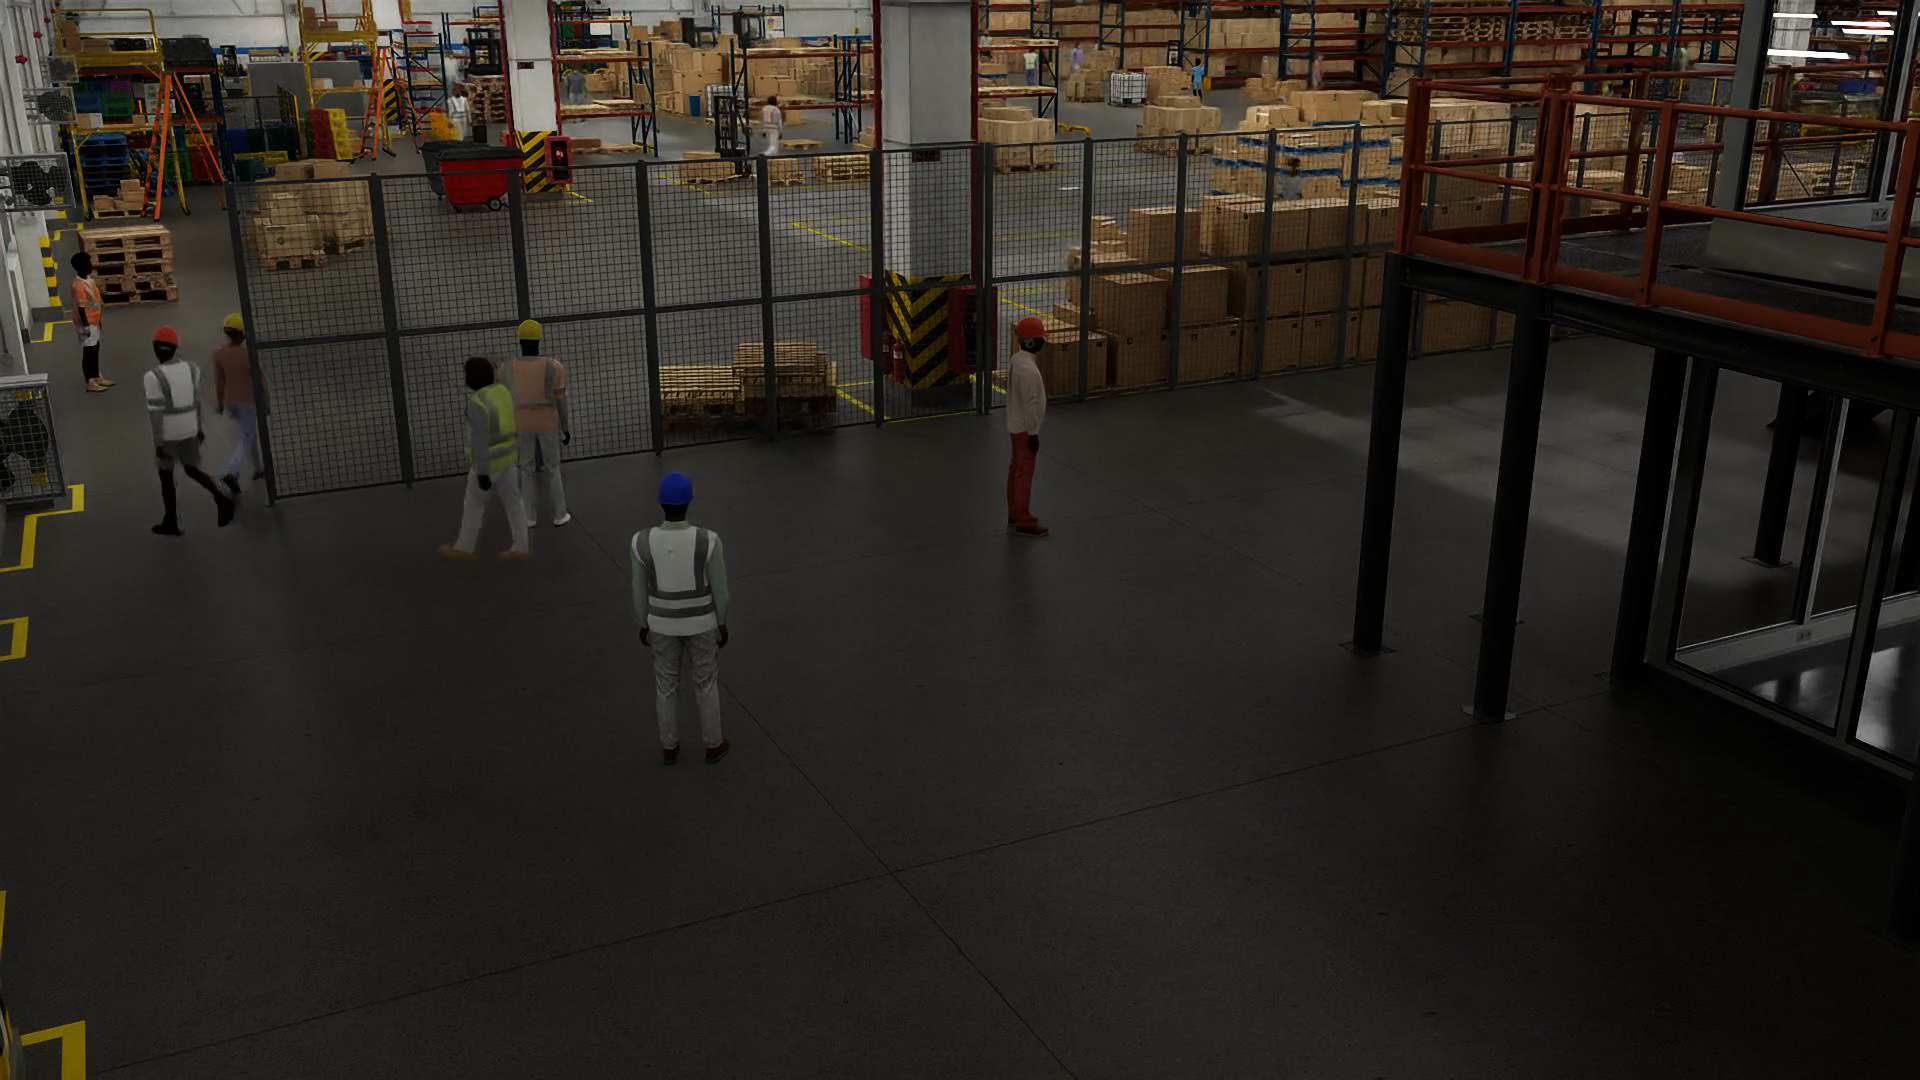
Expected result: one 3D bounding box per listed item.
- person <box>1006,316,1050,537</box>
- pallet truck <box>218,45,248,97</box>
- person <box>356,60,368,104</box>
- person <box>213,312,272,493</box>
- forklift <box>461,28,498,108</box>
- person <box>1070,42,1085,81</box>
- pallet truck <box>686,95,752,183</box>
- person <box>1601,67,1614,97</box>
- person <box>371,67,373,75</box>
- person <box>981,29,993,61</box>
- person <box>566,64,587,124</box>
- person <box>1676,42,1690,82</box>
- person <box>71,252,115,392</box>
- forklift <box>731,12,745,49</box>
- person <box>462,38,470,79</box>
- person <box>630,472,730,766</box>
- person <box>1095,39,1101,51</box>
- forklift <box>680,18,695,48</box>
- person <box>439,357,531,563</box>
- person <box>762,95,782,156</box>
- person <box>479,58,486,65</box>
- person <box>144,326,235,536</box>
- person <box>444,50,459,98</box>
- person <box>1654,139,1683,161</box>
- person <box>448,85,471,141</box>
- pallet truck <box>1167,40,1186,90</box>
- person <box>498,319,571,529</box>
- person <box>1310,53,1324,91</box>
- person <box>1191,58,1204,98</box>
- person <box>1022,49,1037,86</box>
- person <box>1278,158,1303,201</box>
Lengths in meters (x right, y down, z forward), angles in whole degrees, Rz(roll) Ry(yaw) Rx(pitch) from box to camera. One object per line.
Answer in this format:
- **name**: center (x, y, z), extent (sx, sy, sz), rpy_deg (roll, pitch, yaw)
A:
- **person**: center (0.604, -1.026, 14.981), extent (0.378, 1.996, 0.610), rpy_deg (-3, 19, -10)
- **pallet truck**: center (-28.879, -18.665, 66.111), extent (0.823, 1.965, 1.885), rpy_deg (-3, 19, -9)
- **person**: center (-22.497, -17.120, 62.197), extent (0.615, 1.616, 0.516), rpy_deg (-8, 20, -21)
- **person**: center (-7.085, -1.352, 16.331), extent (0.531, 1.739, 0.825), rpy_deg (5, 20, 15)
- **forklift**: center (-17.262, -17.088, 60.206), extent (1.129, 2.768, 1.873), rpy_deg (3, 19, 8)
- **person**: center (5.013, -20.417, 71.378), extent (1.037, 1.892, 0.621), rpy_deg (18, 26, 41)
- **pallet truck**: center (-5.836, -9.608, 39.856), extent (0.823, 1.965, 1.885), rpy_deg (10, 22, 27)
- **person**: center (22.380, -15.449, 57.303), extent (0.853, 1.656, 0.548), rpy_deg (6, 20, 17)
- **person**: center (-20.779, -16.346, 59.616), extent (0.508, 1.847, 0.345), rpy_deg (-6, 20, -17)
- **person**: center (1.338, -24.623, 83.449), extent (0.661, 1.956, 0.850), rpy_deg (0, 19, 1)
- **person**: center (-12.591, -14.680, 54.705), extent (0.660, 1.913, 0.802), rpy_deg (0, 19, -1)
- **person**: center (31.754, -20.962, 73.048), extent (0.581, 1.819, 0.807), rpy_deg (-11, 22, -29)
- **person**: center (-10.532, -2.635, 20.108), extent (0.323, 1.689, 0.530), rpy_deg (-4, 20, -12)
- **forklift**: center (-10.805, -24.381, 81.346), extent (1.873, 2.768, 1.129), rpy_deg (5, 20, 14)
- **person**: center (-21.812, -21.202, 73.552), extent (0.370, 1.939, 0.543), rpy_deg (-1, 19, -3)
- **person**: center (-1.764, 0.515, 10.585), extent (0.602, 1.949, 0.389), rpy_deg (0, 19, 0)
- **person**: center (6.792, -23.411, 80.446), extent (0.807, 1.599, 0.541), rpy_deg (-6, 20, -17)
- **forklift**: center (-11.773, -21.184, 72.079), extent (1.873, 2.768, 1.129), rpy_deg (-9, 21, -25)
- **person**: center (-4.129, -0.675, 14.241), extent (0.873, 1.807, 0.660), rpy_deg (5, 20, 13)
- **person**: center (-4.840, -10.433, 42.516), extent (0.637, 1.826, 0.739), rpy_deg (16, 25, 39)
- **person**: center (-17.551, -16.858, 61.272), extent (0.333, 1.734, 0.480), rpy_deg (14, 24, 36)
- **person**: center (-6.980, -0.963, 14.964), extent (0.650, 1.893, 0.587), rpy_deg (9, 21, 24)
- **person**: center (-19.227, -17.552, 63.021), extent (0.654, 1.912, 0.790), rpy_deg (-16, 25, -38)
- **person**: center (13.154, -6.635, 31.167), extent (0.607, 2.044, 0.374), rpy_deg (10, 21, 27)
- **person**: center (-13.713, -11.503, 45.557), extent (0.583, 1.862, 0.744), rpy_deg (-15, 24, -36)
- **pallet truck**: center (9.045, -19.971, 69.895), extent (0.823, 1.965, 1.885), rpy_deg (-3, 19, -8)
- **person**: center (-3.860, -1.053, 15.161), extent (0.595, 1.925, 0.370), rpy_deg (-3, 19, -7)
- **person**: center (13.346, -17.315, 62.395), extent (0.817, 1.864, 0.642), rpy_deg (3, 19, 10)
- **person**: center (8.797, -16.999, 61.735), extent (0.542, 1.695, 0.316), rpy_deg (-10, 21, -26)
- **person**: center (2.823, -19.226, 67.906), extent (0.591, 1.877, 0.914), rpy_deg (-3, 19, -8)
- **person**: center (5.725, -5.720, 28.866), extent (0.536, 1.821, 1.014), rpy_deg (-16, 25, -39)
